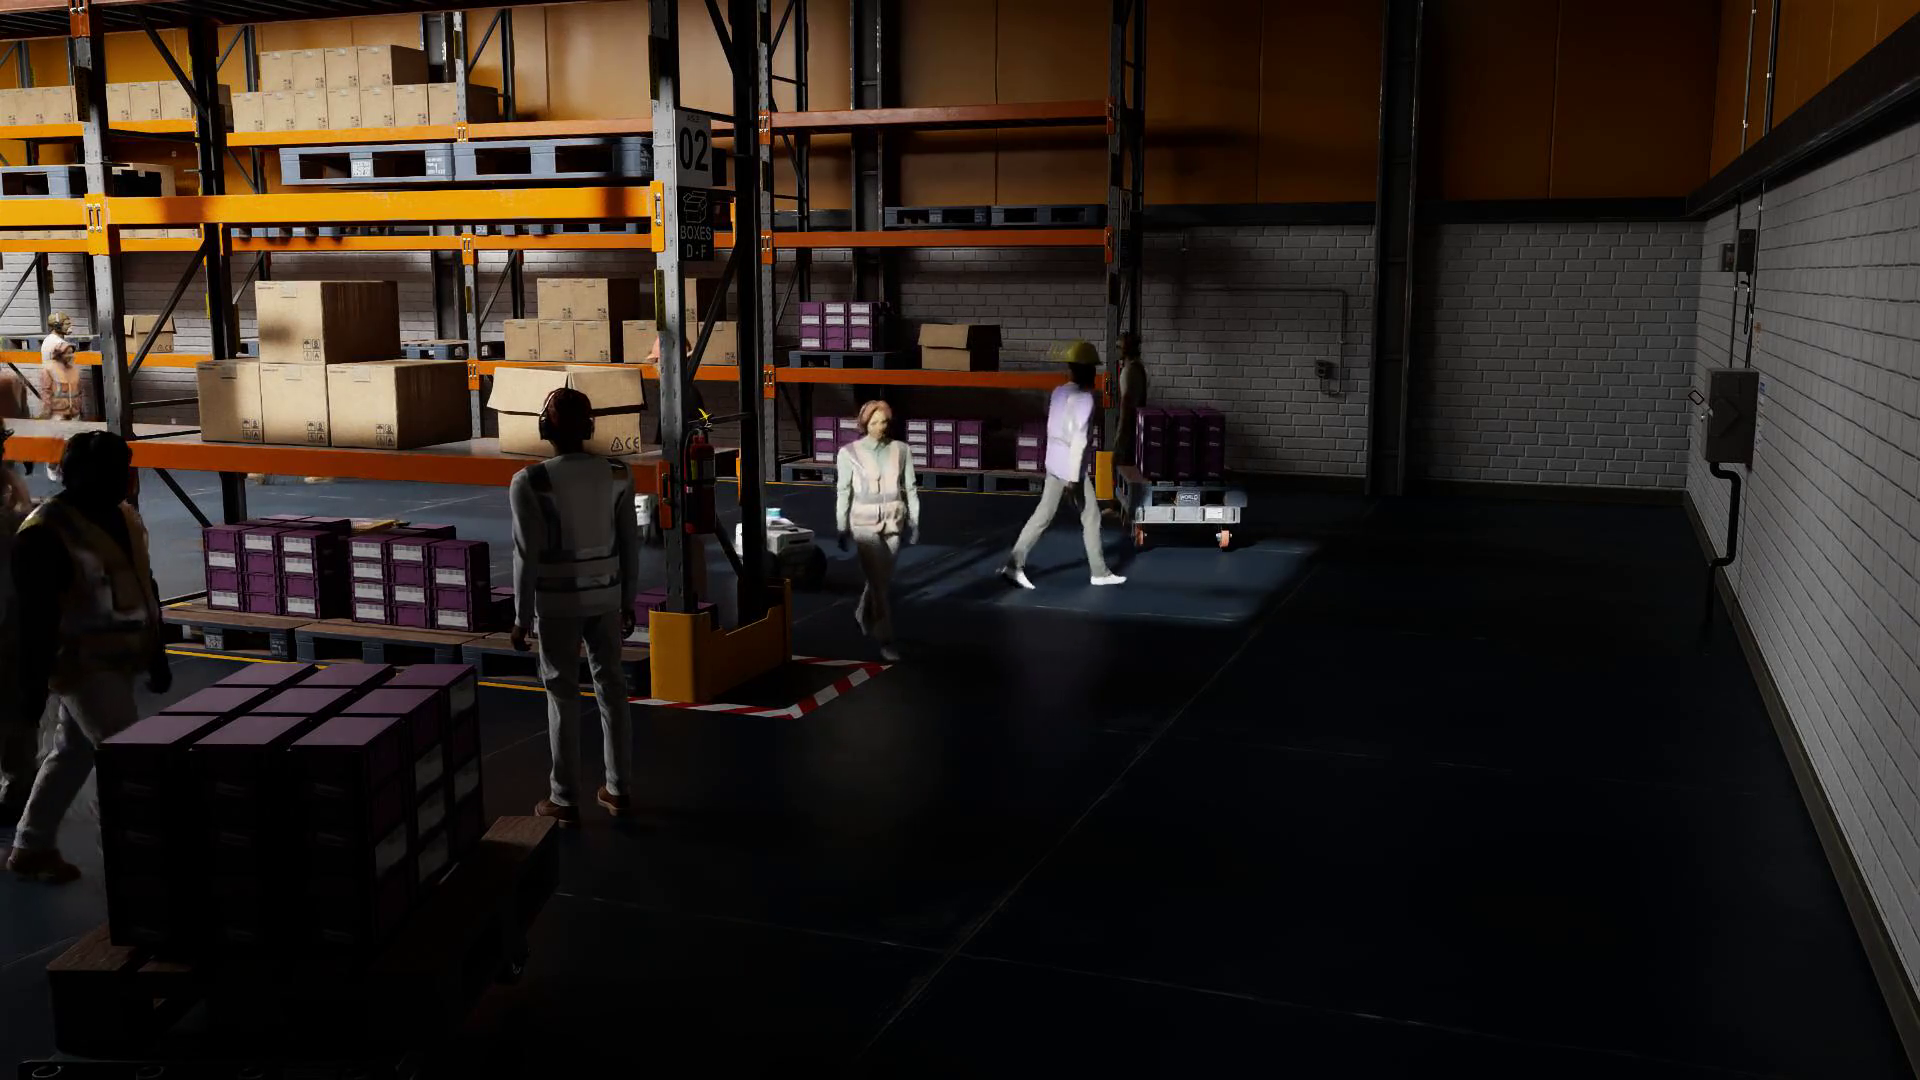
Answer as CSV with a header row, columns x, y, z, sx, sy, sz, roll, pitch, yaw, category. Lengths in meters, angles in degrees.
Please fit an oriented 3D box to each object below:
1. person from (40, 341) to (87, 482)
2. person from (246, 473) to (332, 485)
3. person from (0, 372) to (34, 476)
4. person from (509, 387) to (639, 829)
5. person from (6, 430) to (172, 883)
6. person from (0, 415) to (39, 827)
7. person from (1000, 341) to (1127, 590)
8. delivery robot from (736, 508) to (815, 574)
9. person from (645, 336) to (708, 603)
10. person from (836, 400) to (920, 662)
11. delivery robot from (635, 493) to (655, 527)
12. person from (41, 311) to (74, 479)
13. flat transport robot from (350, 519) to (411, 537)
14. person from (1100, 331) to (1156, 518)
x,y,z,sx,sy,sz,roll,pitch,yaw,category
-10.055,-1.419,18.661,0.390,1.619,0.530,4,10,24,person
-7.592,-1.502,18.687,0.975,1.784,0.642,-1,9,-7,person
-7.773,-0.693,13.224,0.786,1.900,0.610,3,10,18,person
-1.645,0.291,7.127,0.573,1.883,0.355,-7,11,-37,person
-3.287,0.471,6.331,0.977,1.788,0.629,0,9,2,person
-4.166,0.312,7.150,0.403,1.833,0.590,-4,10,-25,person
0.759,-0.554,12.478,1.010,1.878,0.594,-4,10,-24,person
-1.429,-0.002,12.828,0.477,0.478,0.707,-7,11,-38,delivery robot
-1.843,-0.368,10.915,0.396,1.992,0.623,-1,9,-5,person
-0.528,-0.092,10.454,0.532,1.604,0.853,-5,10,-27,person
-2.907,-0.315,14.791,0.477,0.478,0.707,-1,9,-7,delivery robot
-10.418,-1.674,19.286,0.379,1.940,0.629,-7,11,-36,person
-5.515,-0.051,14.318,1.431,0.197,0.652,1,9,8,flat transport robot
1.695,-1.086,15.968,0.734,1.825,0.518,2,9,14,person
